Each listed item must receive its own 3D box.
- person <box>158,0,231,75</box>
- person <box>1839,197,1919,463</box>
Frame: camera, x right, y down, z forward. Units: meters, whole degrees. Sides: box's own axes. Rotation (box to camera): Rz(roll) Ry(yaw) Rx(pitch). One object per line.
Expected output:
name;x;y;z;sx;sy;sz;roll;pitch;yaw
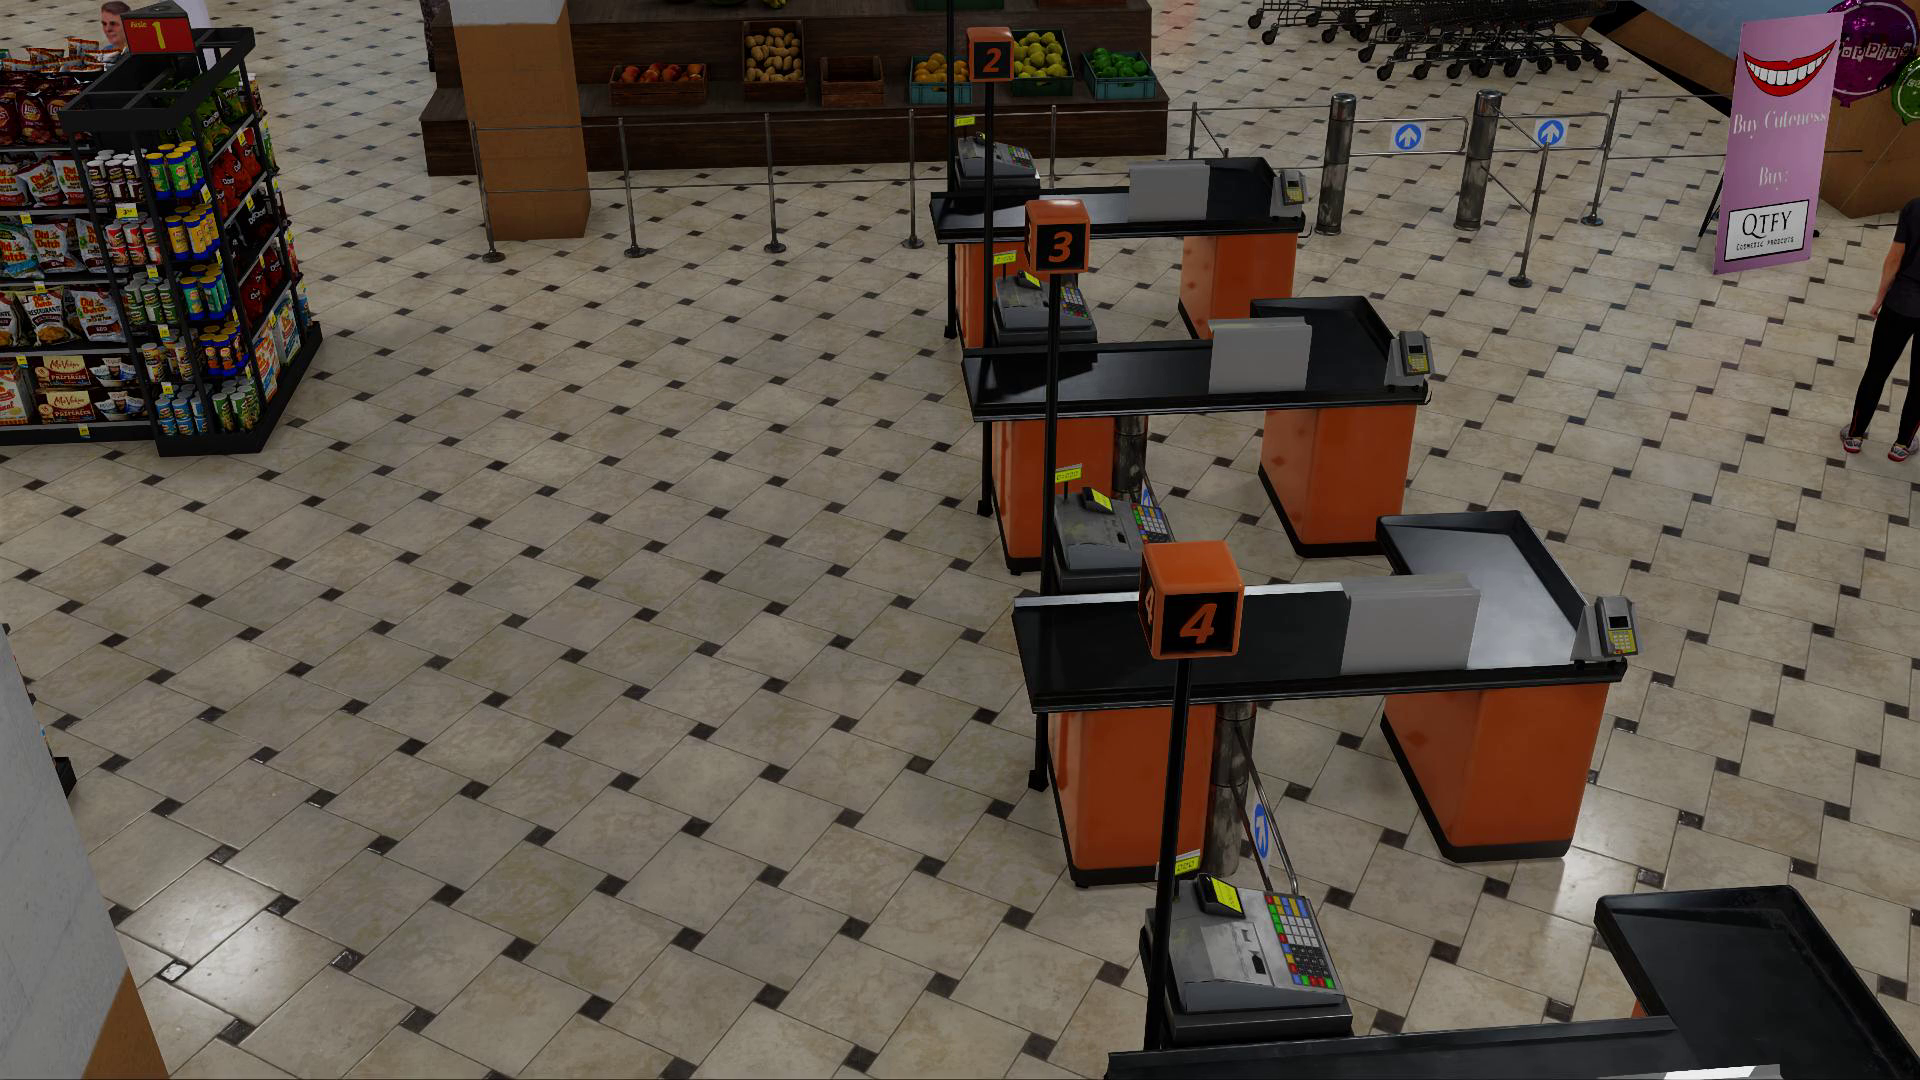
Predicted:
person;-7.168;-5.209;15.208;0.842;1.927;0.799;-27;41;-36
person;5.209;-1.265;9.023;0.682;1.764;0.778;17;36;25
